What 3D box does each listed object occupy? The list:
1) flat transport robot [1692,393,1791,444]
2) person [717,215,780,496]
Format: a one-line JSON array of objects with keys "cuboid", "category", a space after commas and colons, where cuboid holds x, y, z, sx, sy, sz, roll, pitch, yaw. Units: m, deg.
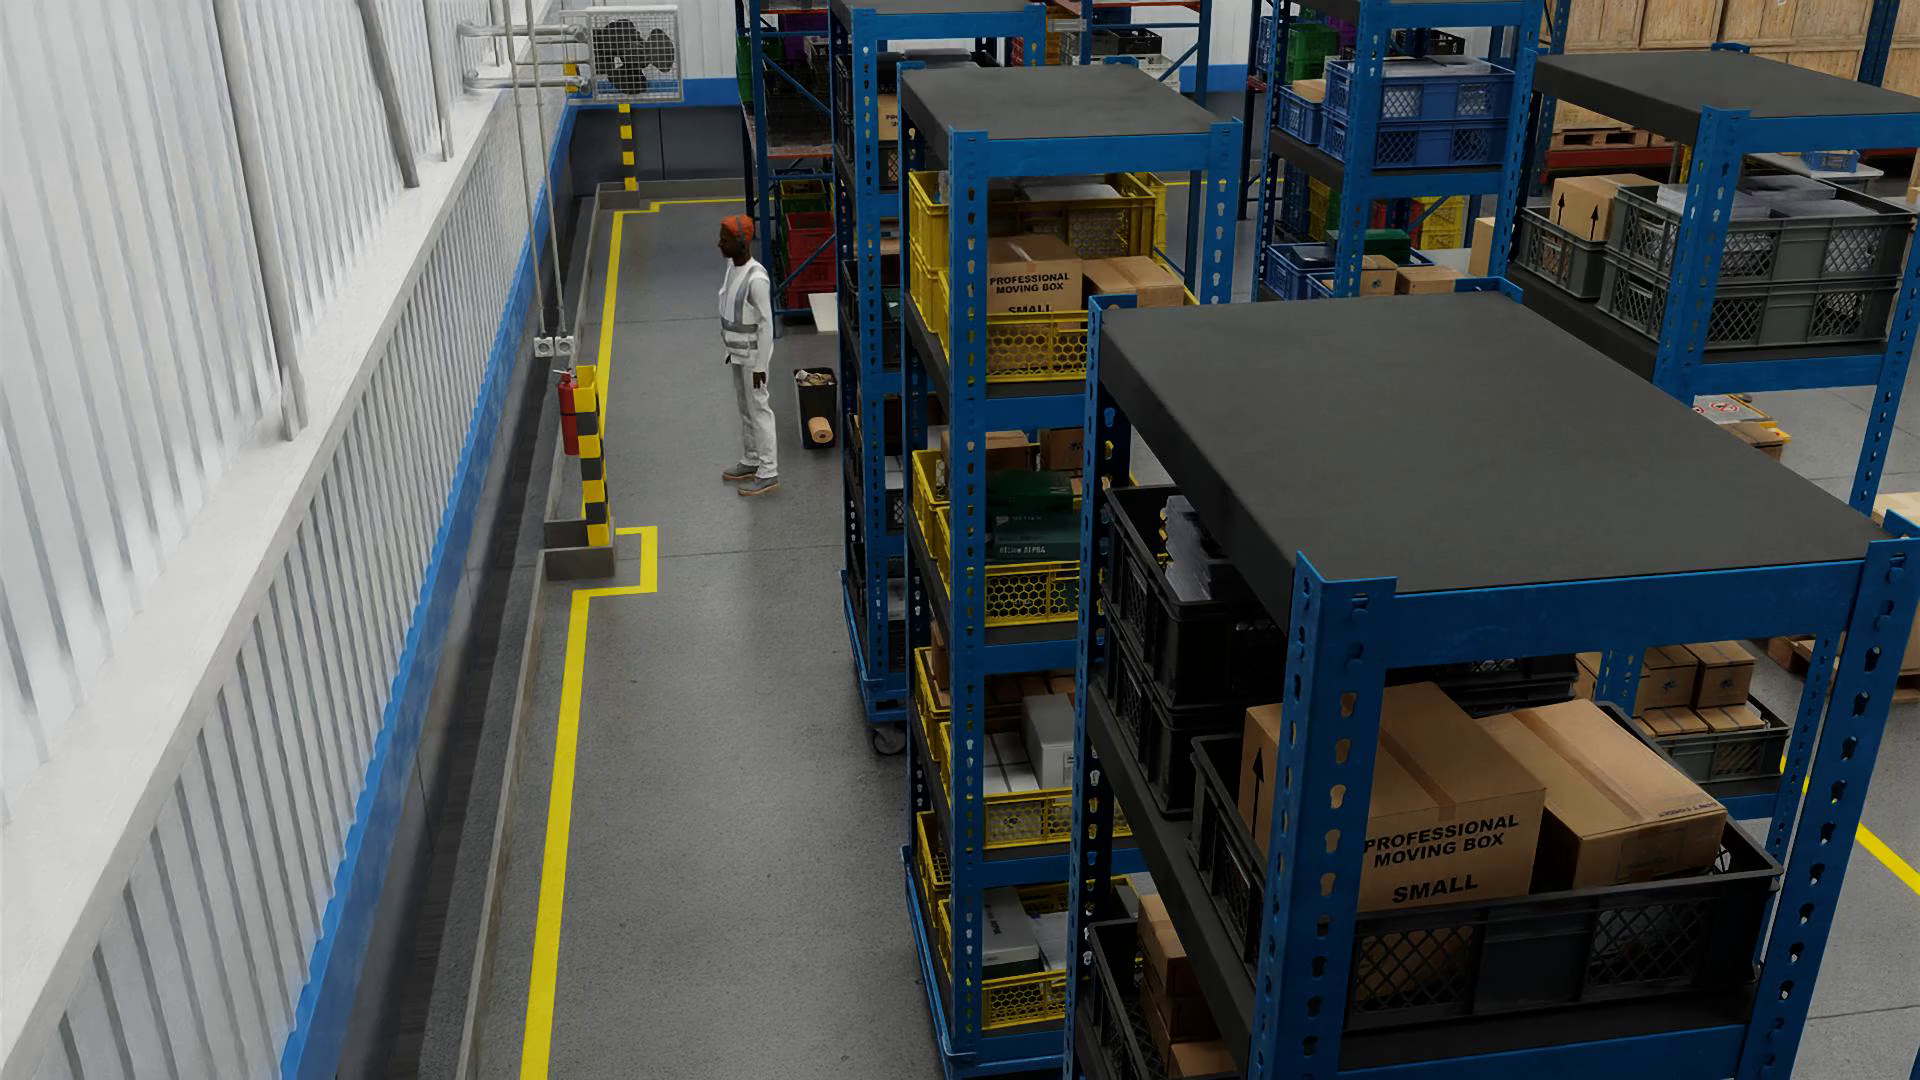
[{"cuboid": [5.224, -0.859, 12.132, 1.431, 0.197, 0.652, -4, 25, -8], "category": "flat transport robot"}, {"cuboid": [-1.412, -1.224, 11.027, 0.341, 1.882, 0.583, -12, 27, -24], "category": "person"}]
